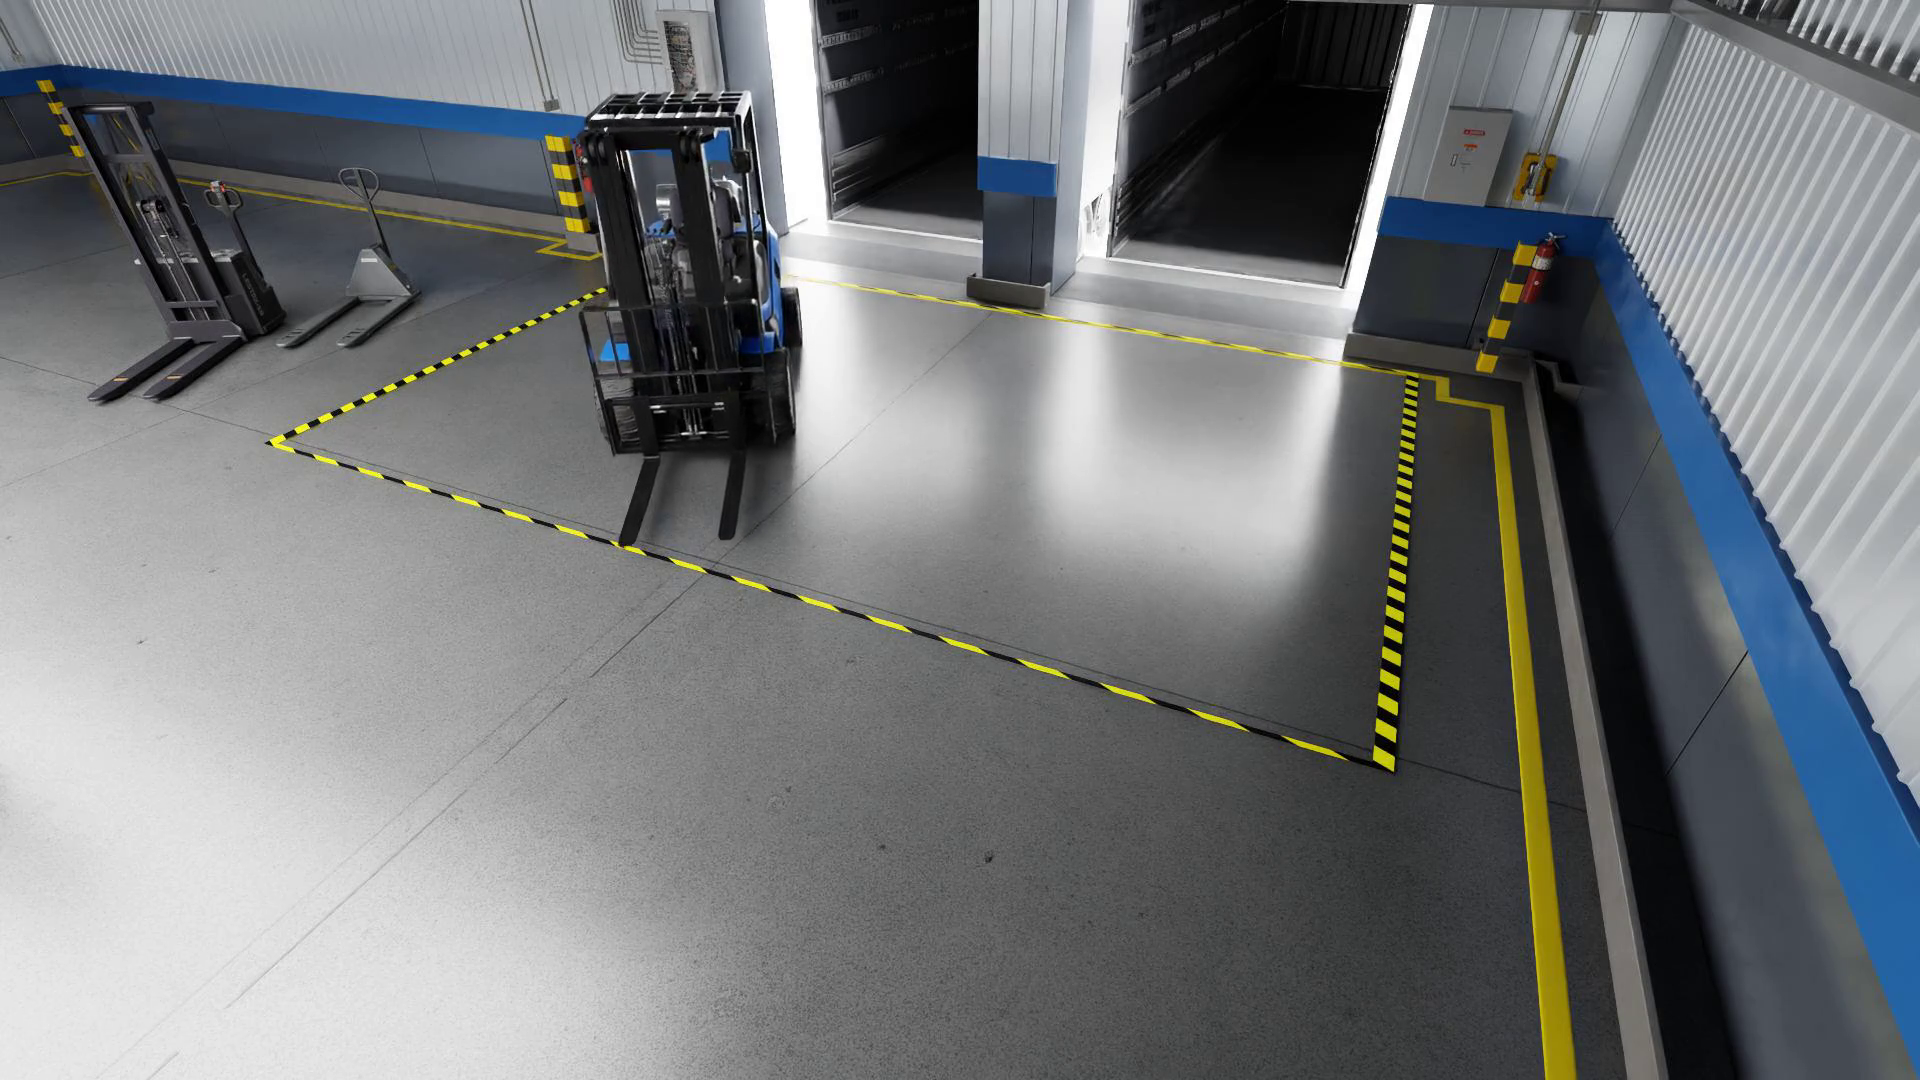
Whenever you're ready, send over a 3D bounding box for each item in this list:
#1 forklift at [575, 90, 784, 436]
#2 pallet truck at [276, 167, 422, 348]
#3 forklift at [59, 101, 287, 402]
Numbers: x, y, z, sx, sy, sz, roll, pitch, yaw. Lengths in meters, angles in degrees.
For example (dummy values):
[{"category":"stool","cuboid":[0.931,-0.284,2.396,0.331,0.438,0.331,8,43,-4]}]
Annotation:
[{"category":"forklift","cuboid":[-1.984,-2.176,6.820,1.157,2.036,2.680,-4,35,-6]},{"category":"pallet truck","cuboid":[-5.732,-2.611,8.414,0.680,1.201,1.601,-1,35,-1]},{"category":"forklift","cuboid":[-6.686,-2.387,7.434,0.823,1.965,1.885,-3,35,-5]}]
